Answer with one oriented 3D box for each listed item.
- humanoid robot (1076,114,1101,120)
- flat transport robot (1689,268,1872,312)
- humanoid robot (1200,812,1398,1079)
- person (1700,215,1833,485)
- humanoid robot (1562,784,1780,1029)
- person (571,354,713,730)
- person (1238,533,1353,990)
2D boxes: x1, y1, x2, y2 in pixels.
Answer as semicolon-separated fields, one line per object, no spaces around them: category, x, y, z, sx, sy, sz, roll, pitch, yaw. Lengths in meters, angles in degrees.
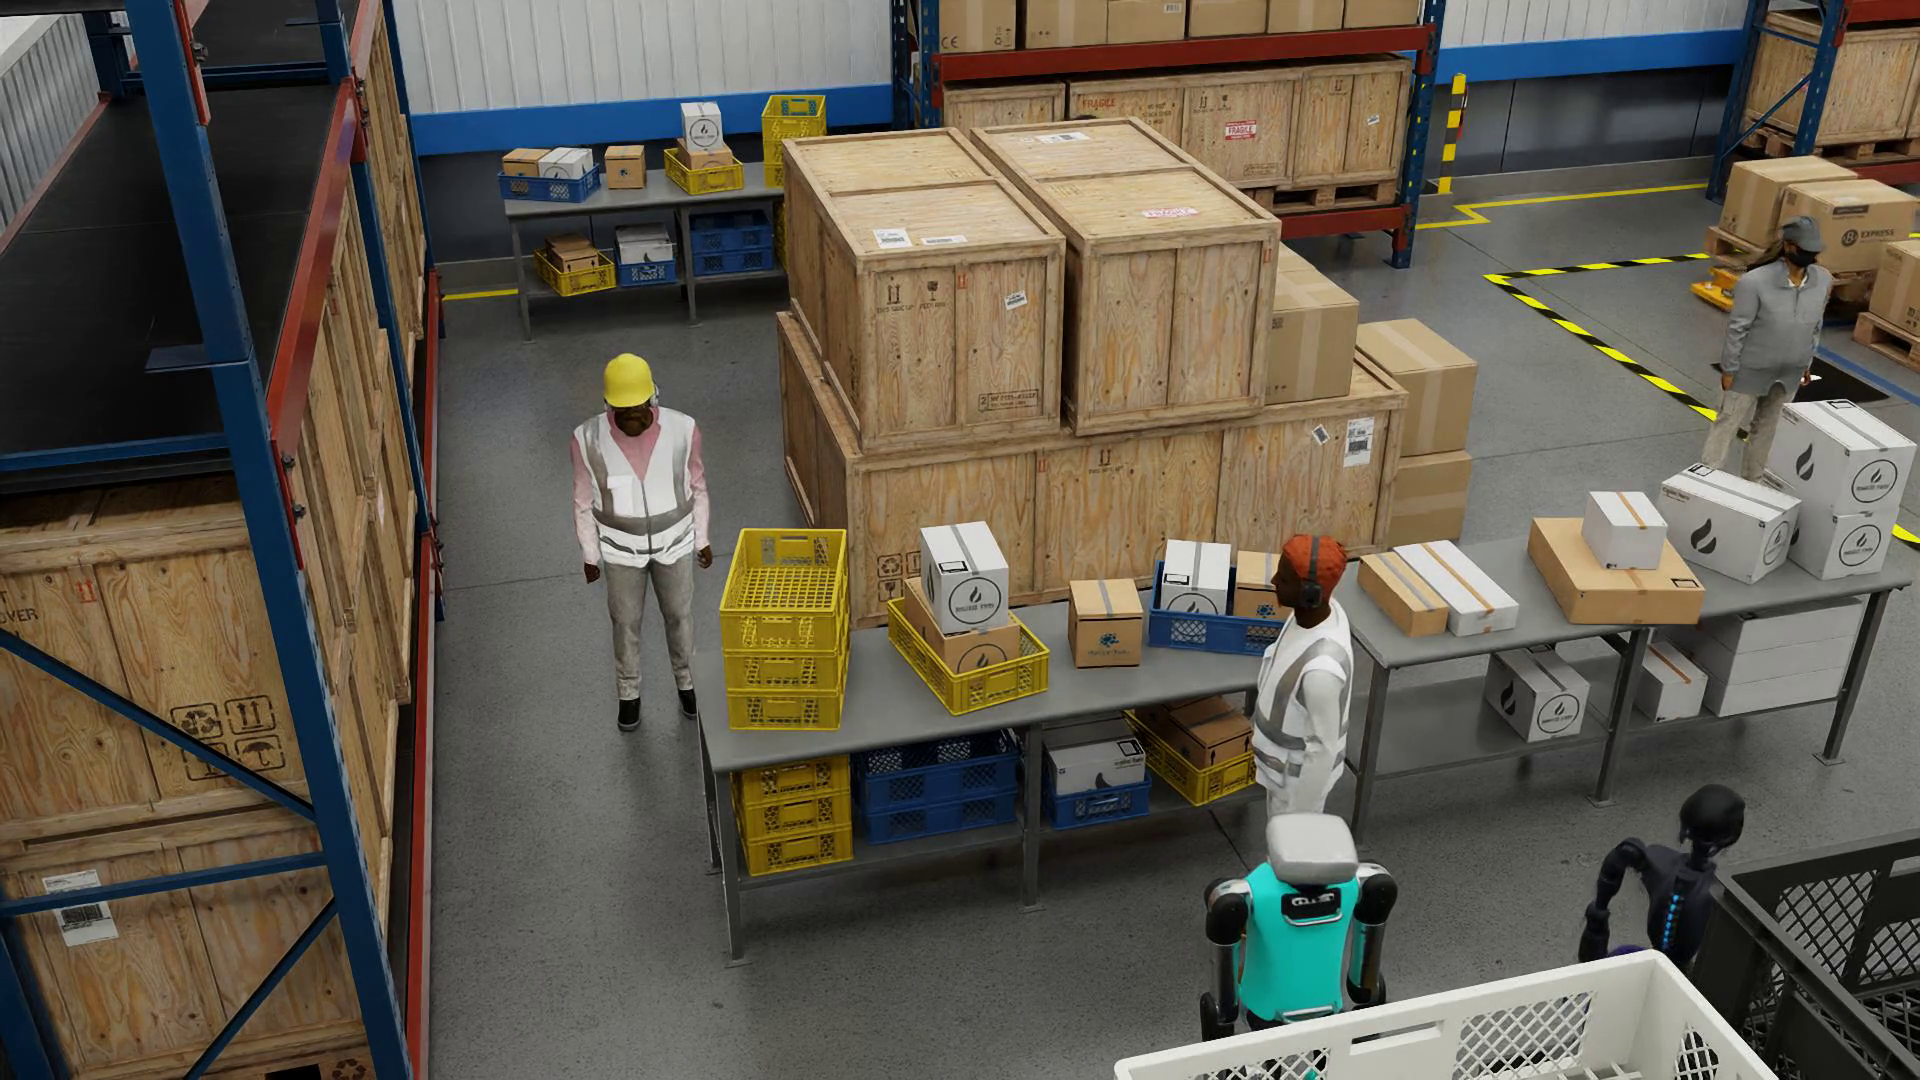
humanoid robot;0.858;-2.112;11.487;0.336;1.643;0.611;-7;30;-13
flat transport robot;6.350;-1.924;12.580;1.431;0.197;0.652;-7;30;-13
humanoid robot;0.969;1.603;4.581;0.530;1.693;0.733;-5;29;-9
person;4.512;-0.972;9.324;0.574;1.768;0.401;-4;29;-8
humanoid robot;2.175;1.415;5.099;0.603;1.637;0.650;23;36;36
person;-1.408;0.015;7.468;0.601;1.830;0.404;-8;30;-14
person;1.192;0.817;5.960;0.343;1.882;0.586;3;29;5
